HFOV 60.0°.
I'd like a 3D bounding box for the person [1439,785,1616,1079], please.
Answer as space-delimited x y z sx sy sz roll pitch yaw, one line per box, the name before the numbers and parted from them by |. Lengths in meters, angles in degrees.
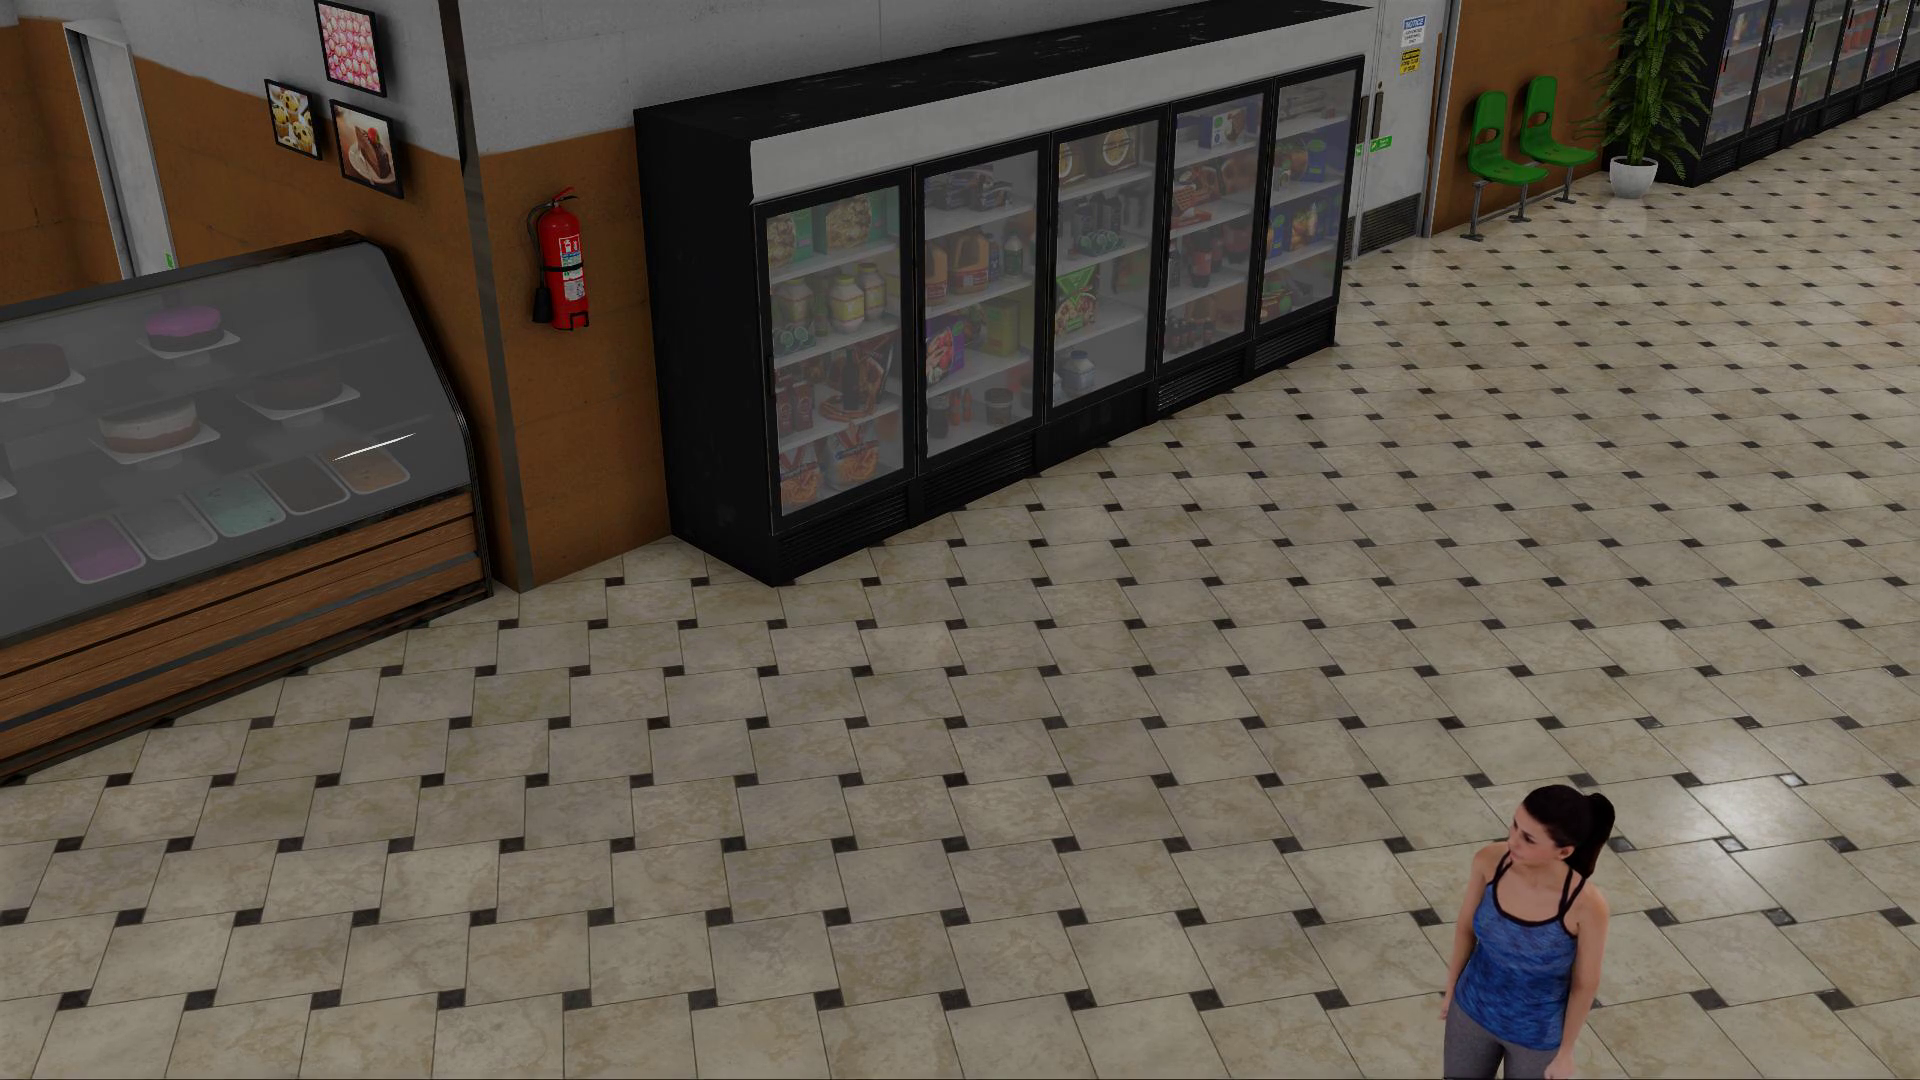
person | 1.533 1.338 4.612 0.631 1.609 0.473 -22 34 -36
